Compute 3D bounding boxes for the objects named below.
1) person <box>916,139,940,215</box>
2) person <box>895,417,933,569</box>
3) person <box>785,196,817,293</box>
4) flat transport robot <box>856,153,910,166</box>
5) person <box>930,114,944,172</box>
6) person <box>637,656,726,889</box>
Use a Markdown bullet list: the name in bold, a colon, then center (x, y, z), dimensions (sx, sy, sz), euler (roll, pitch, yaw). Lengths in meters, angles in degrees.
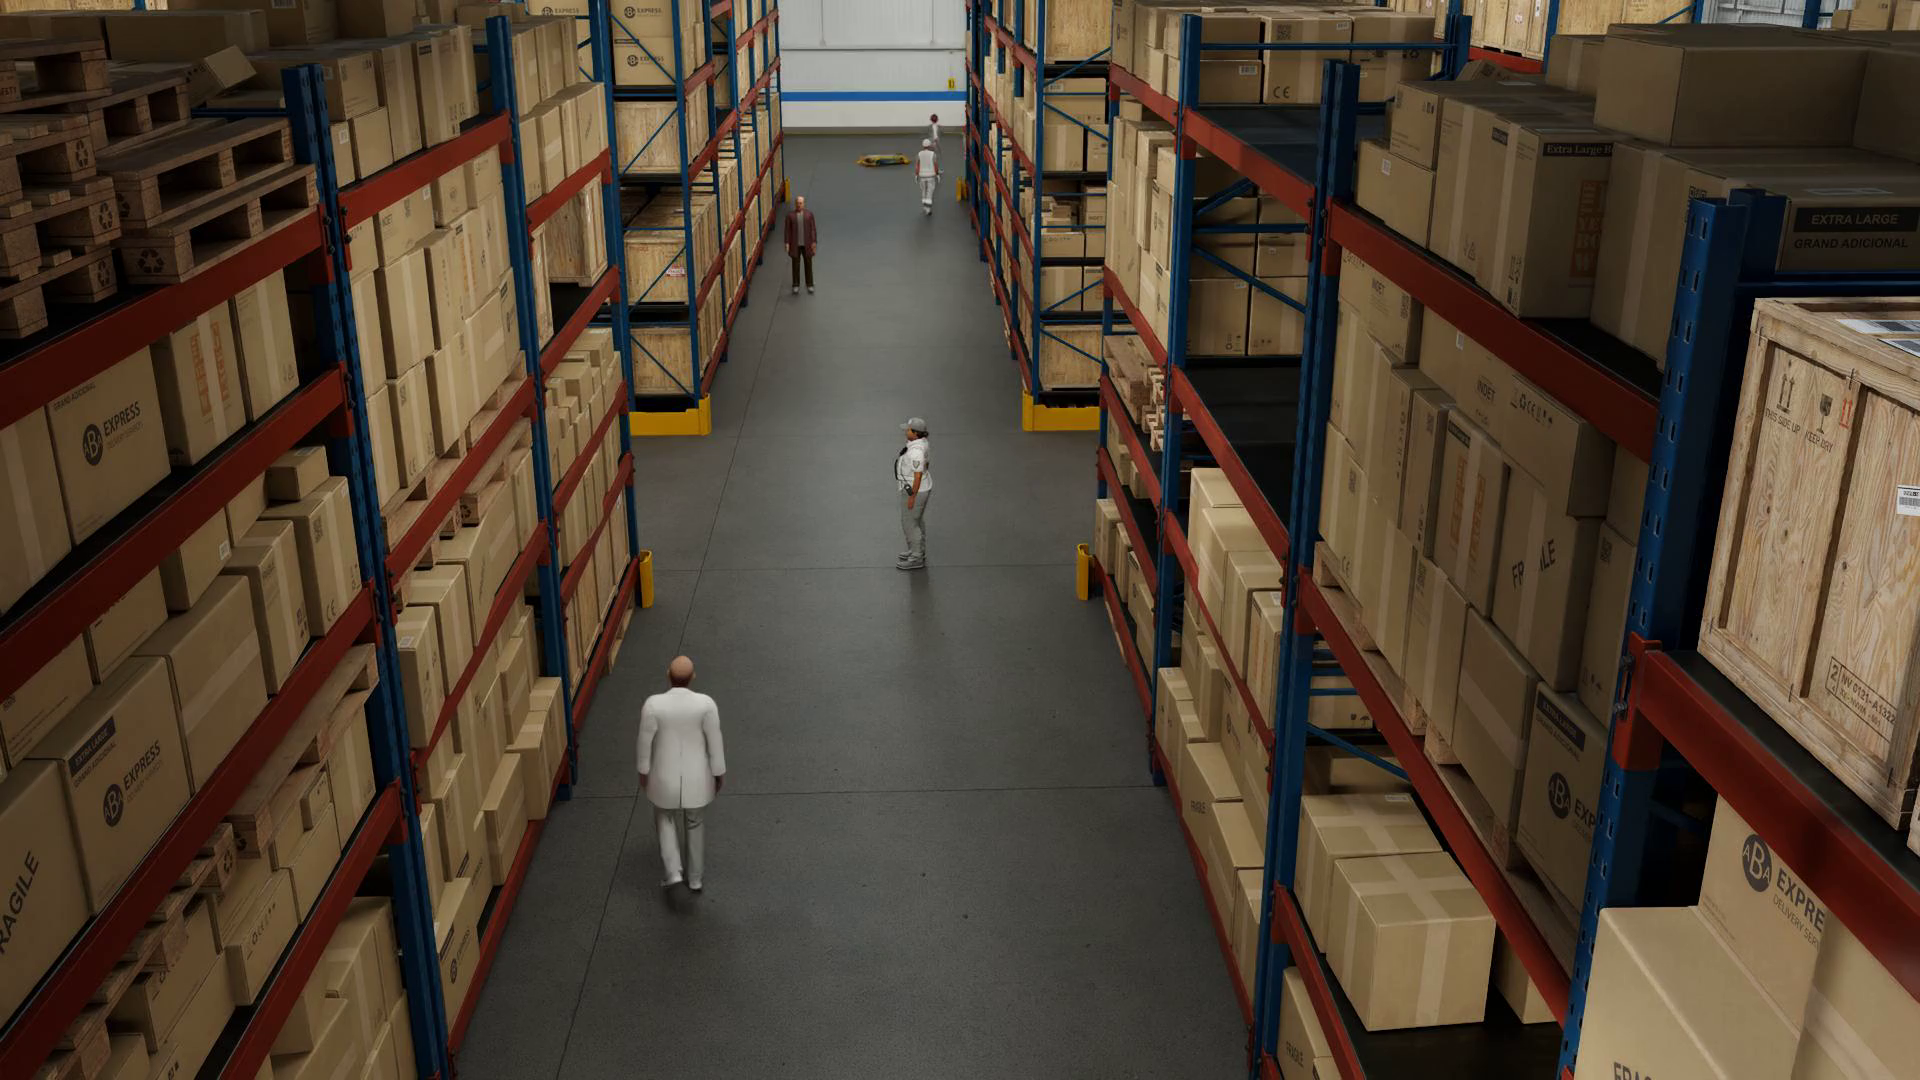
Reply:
- **person**: center (-0.738, -8.719, 39.822), dimensions (0.567, 1.776, 0.792), euler (5, 21, 14)
- **person**: center (-0.499, -0.528, 18.058), dimensions (0.396, 1.662, 0.462), euler (2, 21, 6)
- **person**: center (-2.999, -5.562, 31.349), dimensions (0.600, 1.781, 0.436), euler (-2, 21, -5)
- **flat transport robot**: center (-2.227, -11.032, 48.272), dimensions (1.431, 0.246, 0.659), euler (-12, 24, -29)
- **person**: center (-0.736, -11.026, 46.254), dimensions (0.587, 1.596, 0.417), euler (-3, 21, -9)
- **person**: center (-1.990, 1.692, 11.884), dimensions (0.633, 1.784, 0.540), euler (-2, 21, -7)
